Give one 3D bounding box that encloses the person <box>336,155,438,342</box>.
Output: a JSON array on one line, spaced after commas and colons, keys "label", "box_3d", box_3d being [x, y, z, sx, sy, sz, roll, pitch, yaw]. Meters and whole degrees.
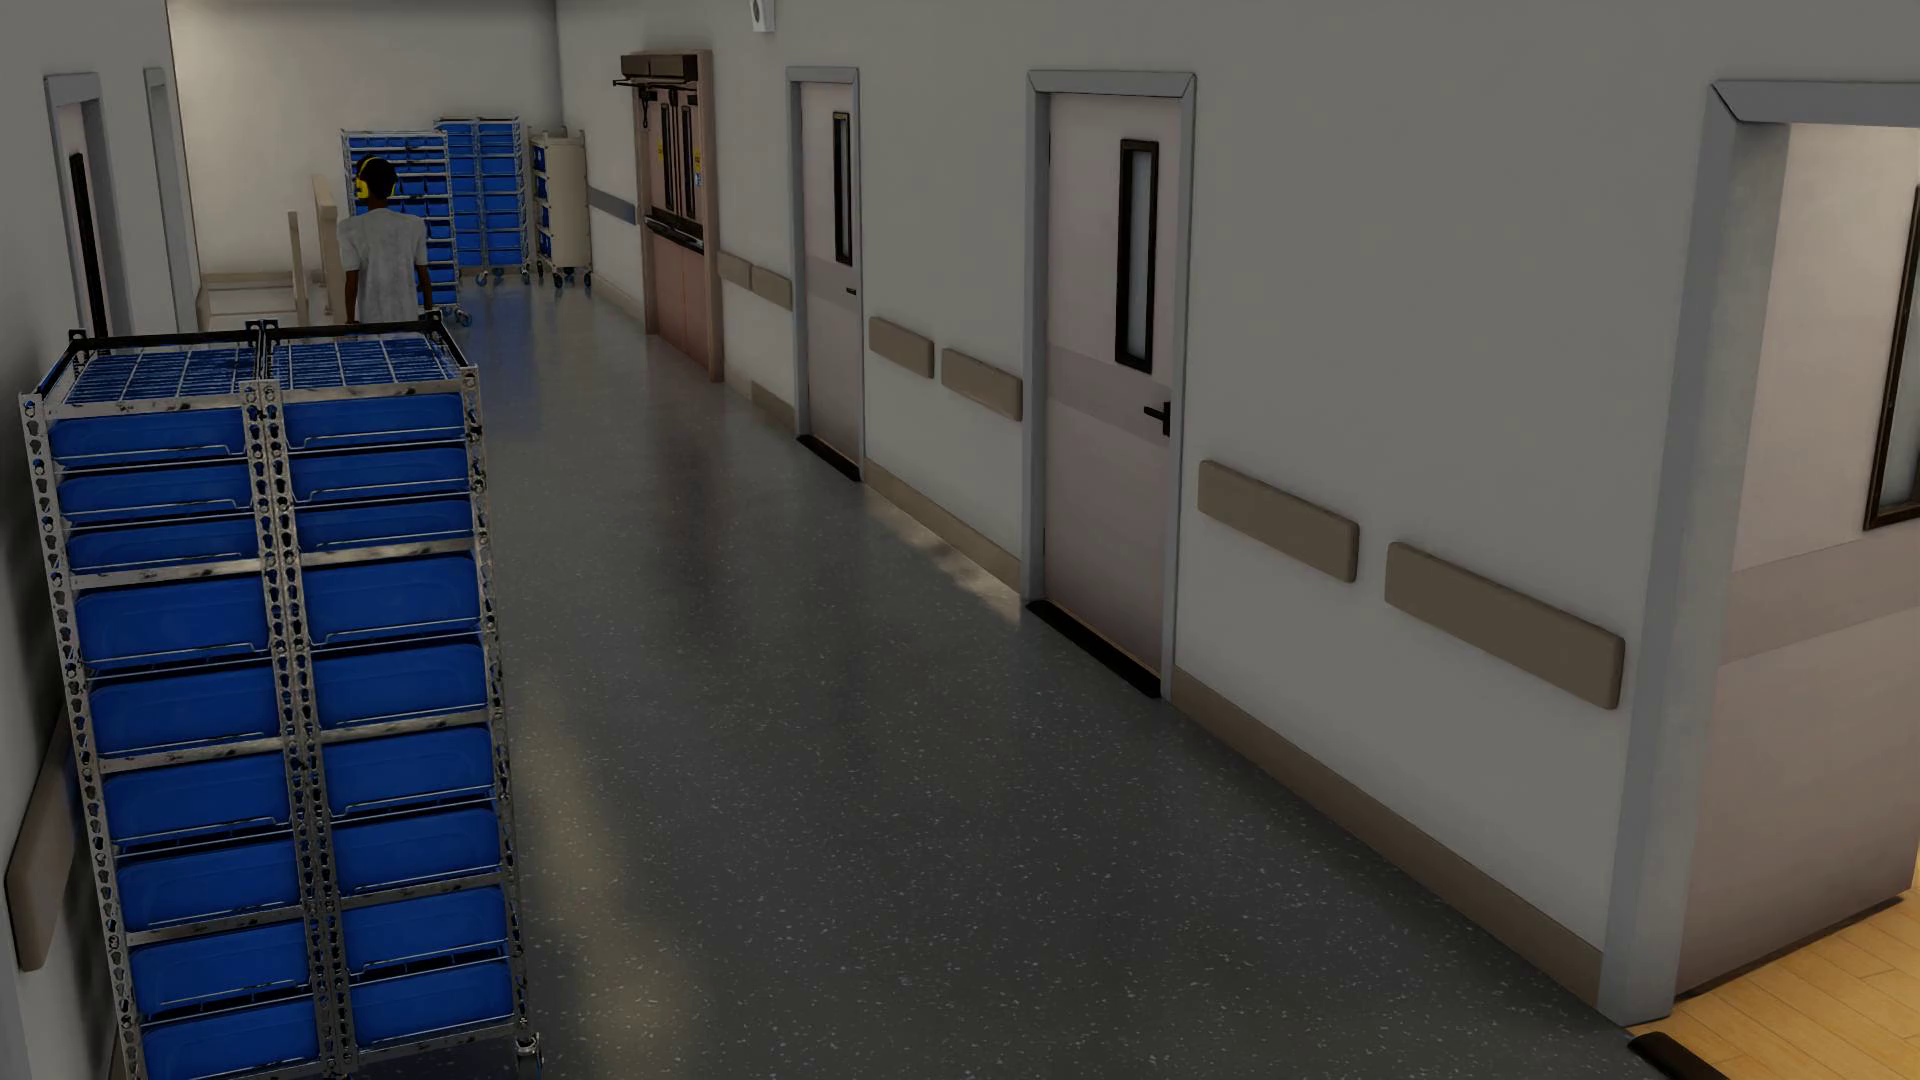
[{"label": "person", "box_3d": [-3.178, -1.183, 9.250, 0.533, 1.872, 0.315, -13, 21, -38]}]
